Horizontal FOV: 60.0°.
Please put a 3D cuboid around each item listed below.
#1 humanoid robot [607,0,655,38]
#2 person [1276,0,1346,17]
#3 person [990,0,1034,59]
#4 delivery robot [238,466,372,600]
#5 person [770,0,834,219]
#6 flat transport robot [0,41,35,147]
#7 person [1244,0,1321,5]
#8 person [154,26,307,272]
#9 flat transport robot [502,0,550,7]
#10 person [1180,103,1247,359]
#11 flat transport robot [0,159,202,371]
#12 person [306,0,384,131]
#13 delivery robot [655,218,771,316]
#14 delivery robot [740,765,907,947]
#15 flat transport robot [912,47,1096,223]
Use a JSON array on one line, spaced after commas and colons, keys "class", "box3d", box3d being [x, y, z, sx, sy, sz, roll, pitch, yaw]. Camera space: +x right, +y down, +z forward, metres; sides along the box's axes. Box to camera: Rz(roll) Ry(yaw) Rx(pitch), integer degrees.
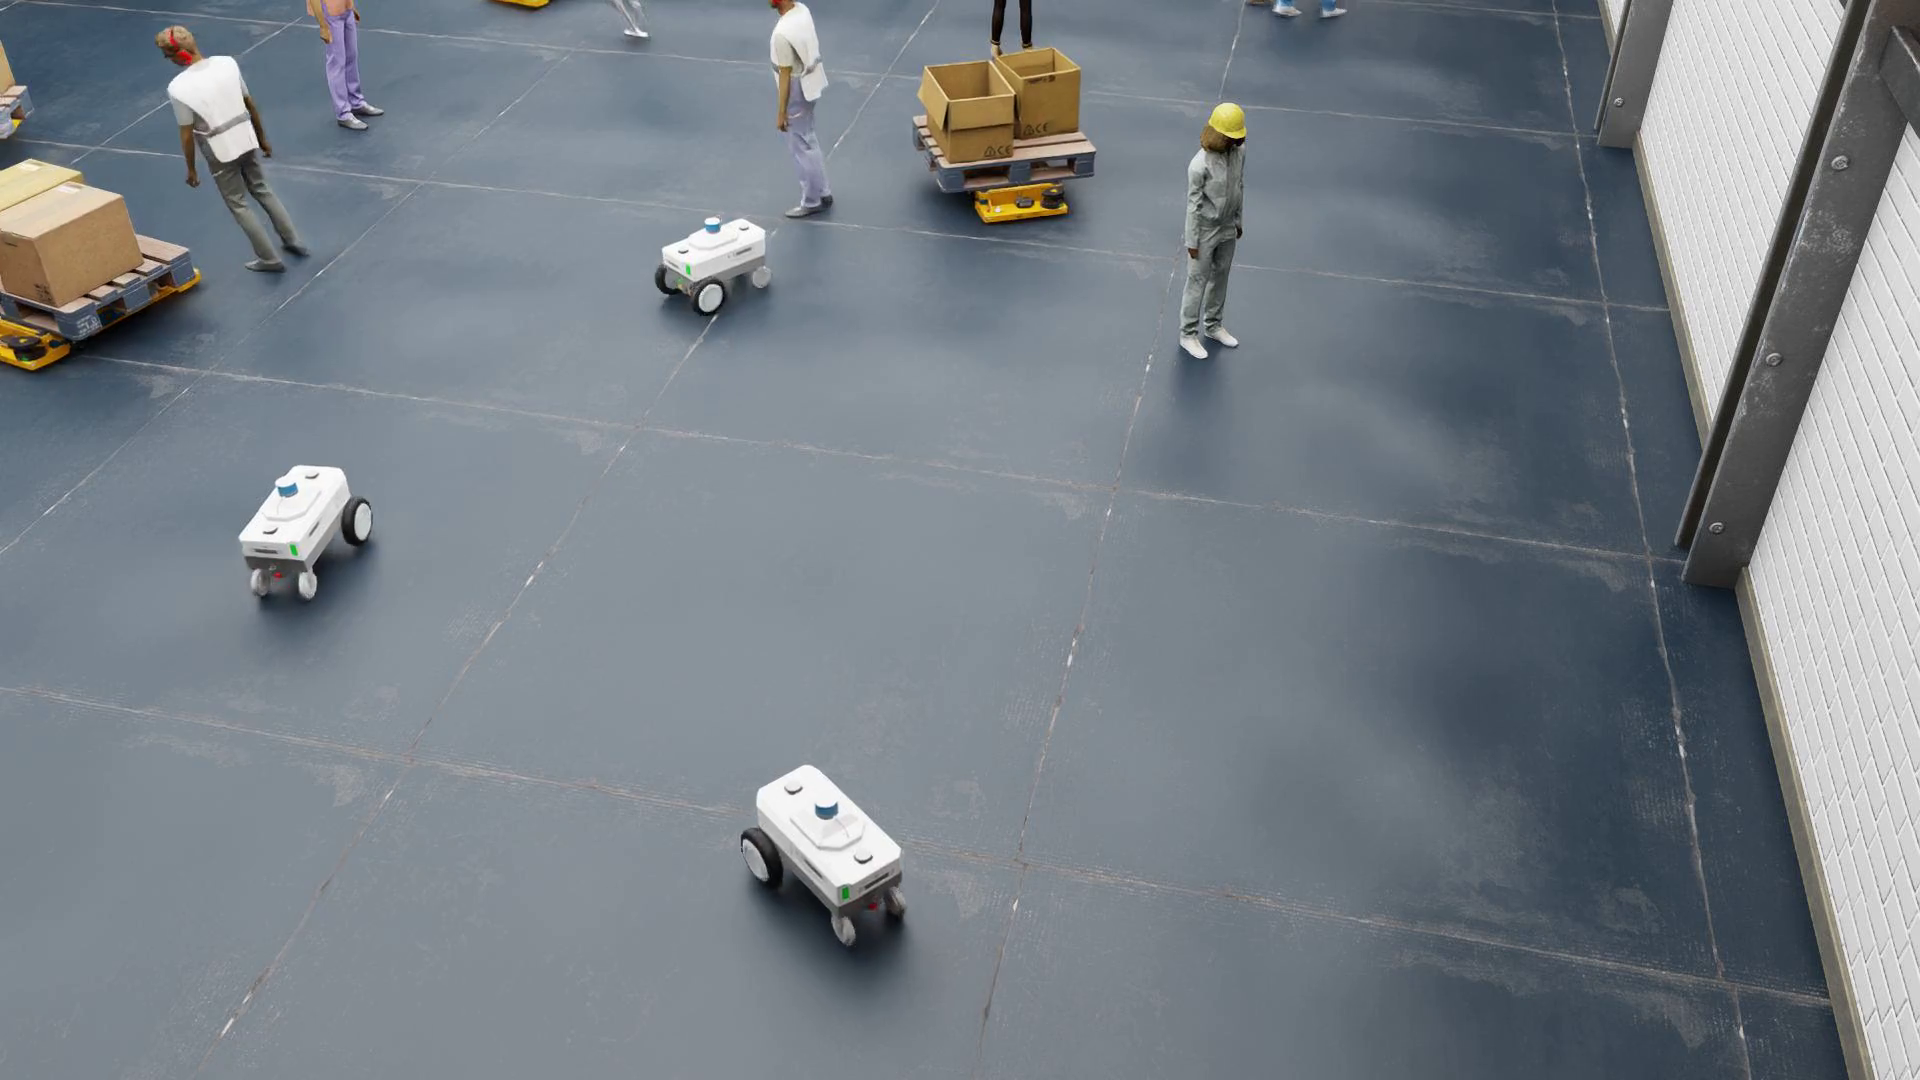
[{"class": "humanoid robot", "box3d": [-3.065, -5.375, 15.259, 0.739, 1.868, 0.531, 14, 39, 18]}, {"class": "person", "box3d": [3.428, -5.784, 15.783, 0.714, 1.676, 0.529, -8, 38, -11]}, {"class": "person", "box3d": [0.493, -5.173, 14.956, 0.534, 1.689, 0.322, 9, 38, 11]}, {"class": "delivery robot", "box3d": [-3.611, -0.087, 9.091, 0.499, 0.589, 0.784, 4, 37, 5]}, {"class": "person", "box3d": [-1.196, -3.291, 12.327, 0.424, 1.825, 0.649, 8, 37, 10]}, {"class": "flat transport robot", "box3d": [-8.248, -3.152, 13.437, 0.659, 0.231, 1.431, -1, 37, -2]}, {"class": "person", "box3d": [3.301, -6.066, 16.036, 0.961, 1.826, 0.594, 2, 37, 3]}, {"class": "person", "box3d": [-5.070, -2.683, 11.526, 0.434, 1.802, 0.622, 18, 41, 23]}, {"class": "flat transport robot", "box3d": [-4.111, -5.766, 16.935, 0.659, 0.231, 1.431, 18, 41, 23]}, {"class": "person", "box3d": [1.637, -1.976, 10.643, 0.486, 1.728, 0.319, -29, 45, -33]}, {"class": "flat transport robot", "box3d": [-5.997, -1.619, 11.385, 0.659, 0.231, 1.431, 17, 40, 21]}, {"class": "person", "box3d": [-5.153, -4.325, 13.691, 0.373, 1.840, 0.568, 6, 37, 8]}, {"class": "delivery robot", "box3d": [-1.704, -1.956, 11.587, 0.774, 0.583, 0.499, -29, 46, -33]}, {"class": "delivery robot", "box3d": [-0.569, 1.318, 7.196, 0.499, 0.570, 0.750, -26, 44, -30]}, {"class": "flat transport robot", "box3d": [0.316, -2.903, 13.103, 0.659, 0.231, 1.431, -9, 38, -12]}]
